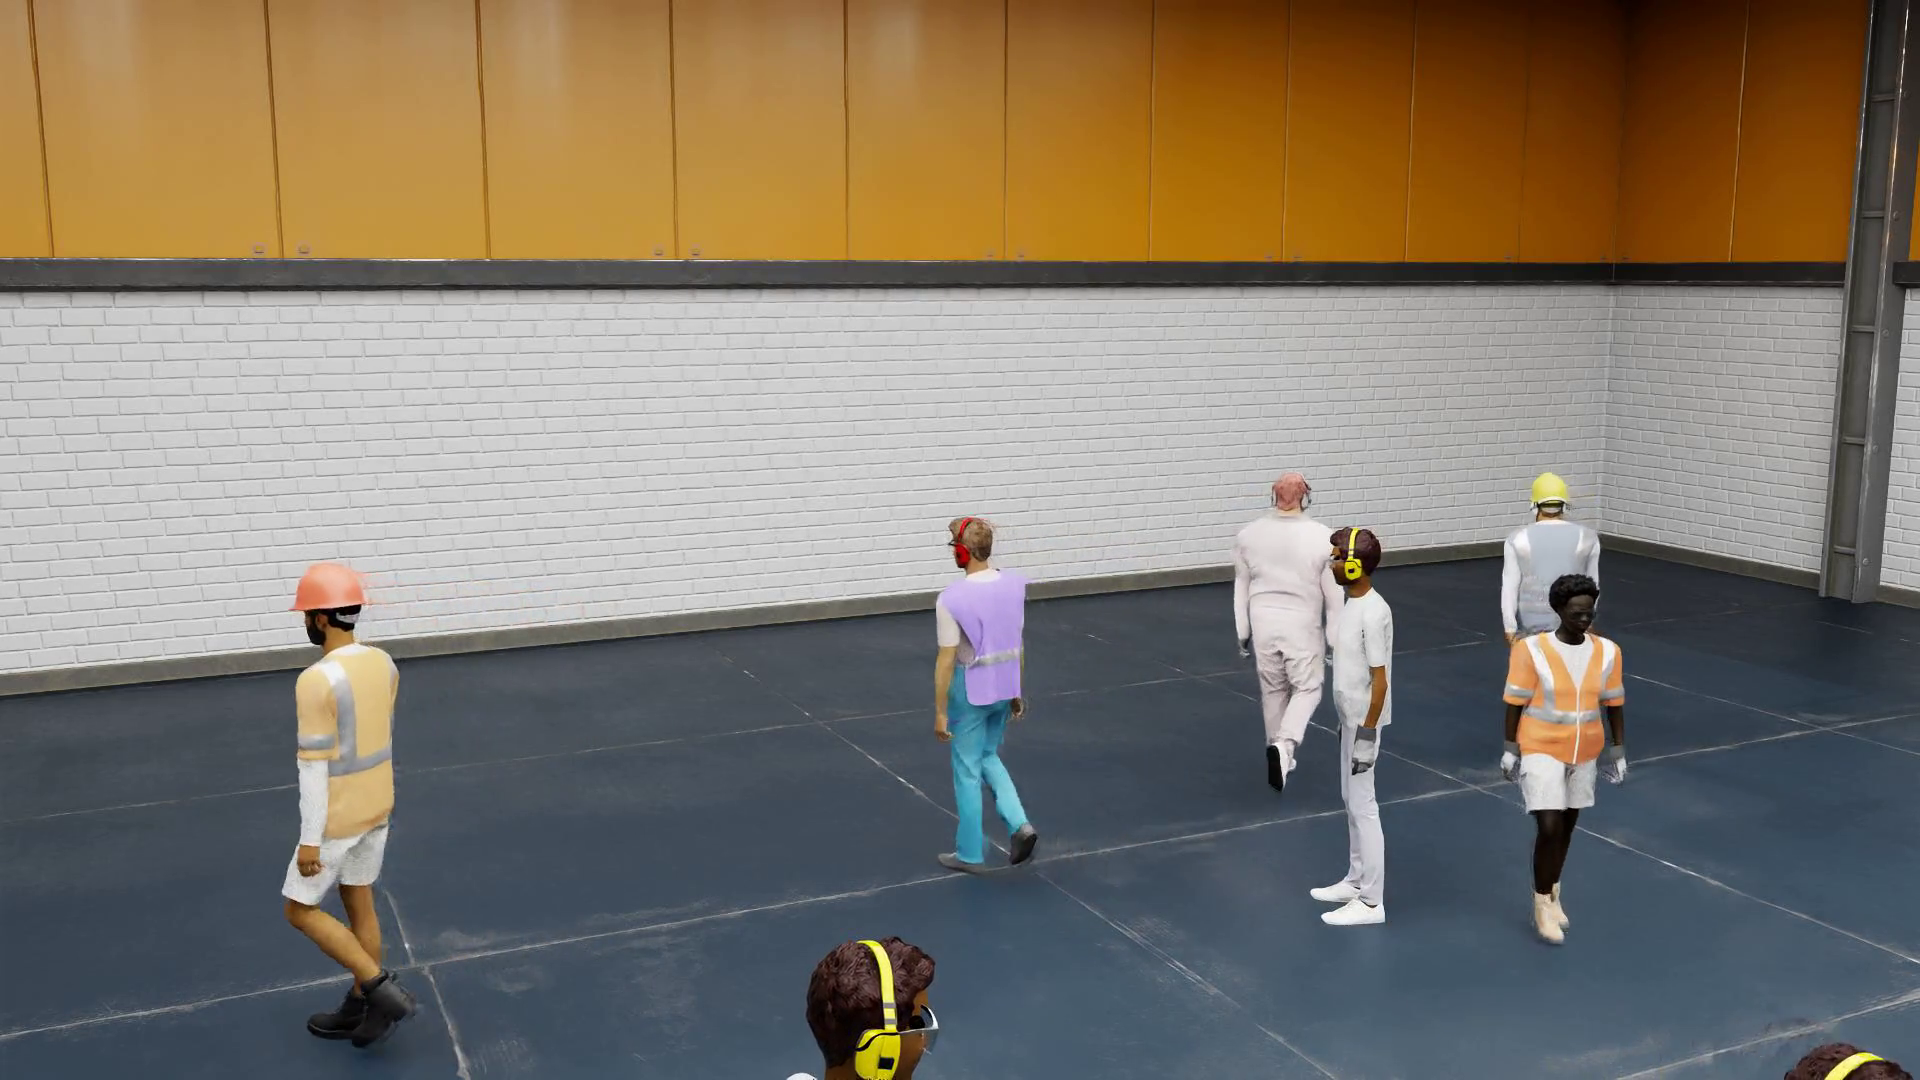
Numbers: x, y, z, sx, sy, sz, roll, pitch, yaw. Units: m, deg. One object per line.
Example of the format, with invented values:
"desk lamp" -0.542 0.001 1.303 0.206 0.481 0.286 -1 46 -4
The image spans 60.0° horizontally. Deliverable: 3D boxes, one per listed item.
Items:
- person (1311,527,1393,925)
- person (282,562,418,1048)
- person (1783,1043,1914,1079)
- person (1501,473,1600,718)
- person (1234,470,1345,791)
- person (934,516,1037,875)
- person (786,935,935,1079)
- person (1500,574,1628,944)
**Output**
"person" 1.845 0.865 7.752 0.311 1.863 0.535 1 9 4
"person" -2.374 1.043 6.448 0.433 1.925 0.578 2 9 13
"person" 1.435 1.702 2.669 0.555 1.821 0.946 -6 11 -32
"person" 3.675 0.480 10.366 0.589 1.797 0.895 2 9 13
"person" 1.912 0.530 9.751 0.657 1.886 0.722 5 10 27
"person" 0.115 0.792 8.289 0.597 1.832 0.468 -9 13 -43
"person" -0.214 1.630 3.063 0.367 1.853 0.503 -4 10 -22
"person" 2.766 0.988 7.527 0.556 1.674 0.591 -1 9 -8
